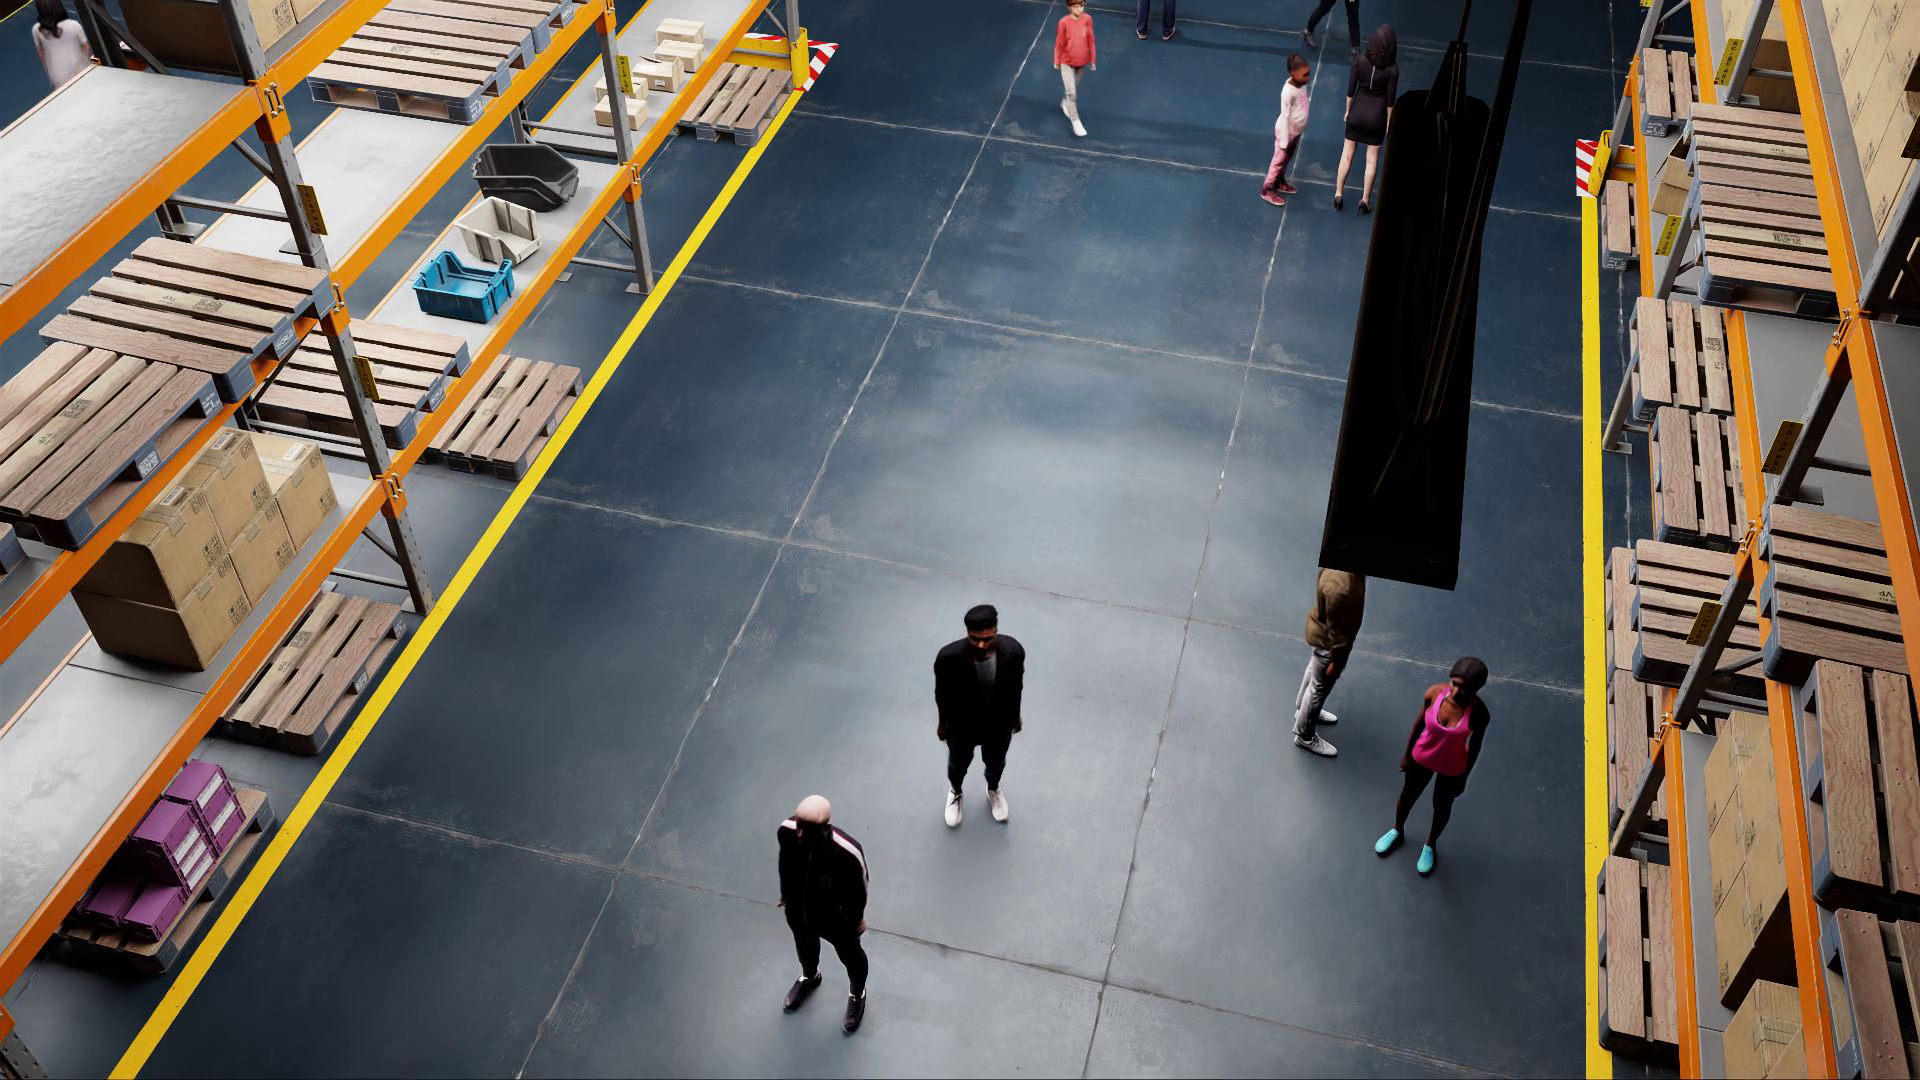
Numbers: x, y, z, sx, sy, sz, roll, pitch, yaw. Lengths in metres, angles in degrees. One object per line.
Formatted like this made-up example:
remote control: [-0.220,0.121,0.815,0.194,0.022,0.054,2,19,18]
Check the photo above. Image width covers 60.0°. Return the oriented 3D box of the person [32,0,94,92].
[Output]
person: [-8.356,-4.346,15.663,0.794,1.588,0.866,-9,44,-9]

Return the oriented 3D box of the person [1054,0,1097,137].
person: [1.090,-4.698,16.182,0.856,1.381,0.998,-14,45,-14]

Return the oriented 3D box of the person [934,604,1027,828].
person: [0.120,1.014,9.875,0.778,1.811,0.744,-5,44,-6]

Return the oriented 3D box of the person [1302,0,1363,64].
person: [3.843,-5.718,17.090,1.120,1.605,1.065,-32,52,-29]

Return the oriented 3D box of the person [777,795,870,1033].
person: [-0.722,1.950,8.872,0.697,1.837,0.616,16,46,17]

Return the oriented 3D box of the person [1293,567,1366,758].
person: [2.304,0.592,10.307,0.782,1.825,0.515,9,44,9]

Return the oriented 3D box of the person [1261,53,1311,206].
person: [2.994,-3.759,15.151,0.661,1.443,0.539,24,49,23]

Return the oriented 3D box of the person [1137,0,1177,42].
person: [2.080,-6.127,17.340,0.684,1.852,0.594,7,44,7]

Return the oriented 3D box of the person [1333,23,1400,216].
person: [3.635,-3.742,14.870,0.629,1.806,0.553,20,47,20]

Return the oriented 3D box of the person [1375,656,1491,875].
person: [2.786,1.281,9.657,0.621,1.723,0.645,25,49,24]
